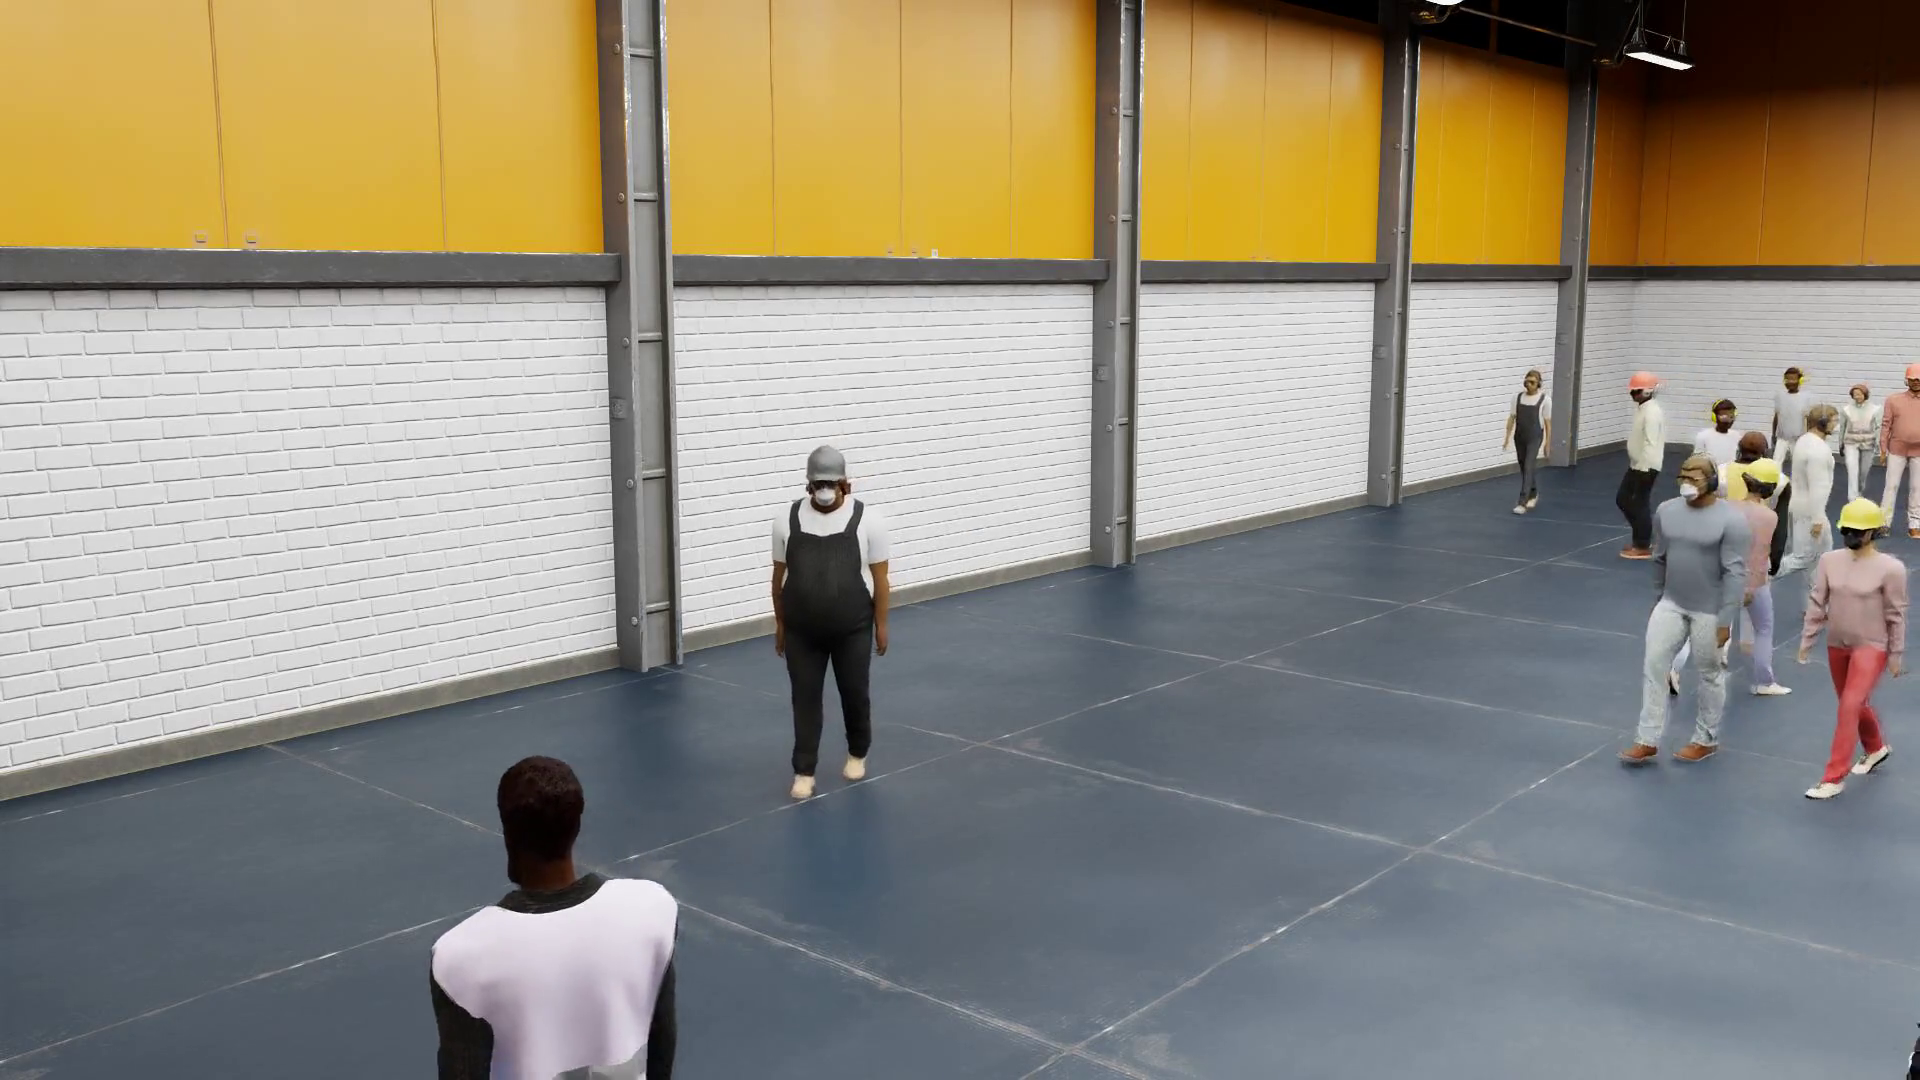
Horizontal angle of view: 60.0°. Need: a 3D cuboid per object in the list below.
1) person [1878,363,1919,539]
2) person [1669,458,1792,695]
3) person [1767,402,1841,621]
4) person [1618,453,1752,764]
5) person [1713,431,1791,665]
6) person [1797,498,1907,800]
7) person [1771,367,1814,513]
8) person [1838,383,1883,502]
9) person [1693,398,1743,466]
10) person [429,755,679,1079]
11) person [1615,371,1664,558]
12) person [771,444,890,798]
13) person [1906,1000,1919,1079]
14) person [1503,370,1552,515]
[{"bbox_3d":[10.738,-1.006,18.816,0.609,1.996,0.379,4,10,23],"label":"person"},{"bbox_3d":[5.426,0.272,11.679,0.929,1.719,0.535,-3,10,-18],"label":"person"},{"bbox_3d":[7.186,-0.232,14.264,0.849,1.914,0.630,3,10,20],"label":"person"},{"bbox_3d":[4.326,0.442,9.977,0.831,1.910,0.662,-6,11,-32],"label":"person"},{"bbox_3d":[6.008,0.057,12.805,0.637,1.797,0.974,4,10,23],"label":"person"},{"bbox_3d":[5.217,0.595,9.643,0.913,1.717,0.526,-5,10,-28],"label":"person"},{"bbox_3d":[10.278,-1.217,20.638,0.928,1.826,0.532,-9,13,-44],"label":"person"},{"bbox_3d":[11.570,-1.221,21.405,0.510,1.604,0.816,4,10,23],"label":"person"},{"bbox_3d":[7.191,-0.466,15.982,0.586,1.830,0.817,-1,9,-8],"label":"person"},{"bbox_3d":[-0.971,1.416,3.975,0.598,1.882,0.923,-5,10,-29],"label":"person"},{"bbox_3d":[7.134,-0.783,17.462,0.460,1.972,0.659,2,9,10],"label":"person"},{"bbox_3d":[-0.760,0.437,9.612,0.688,2.000,0.614,1,9,5],"label":"person"},{"bbox_3d":[1.940,1.658,3.121,0.798,1.667,0.537,7,12,39],"label":"person"},{"bbox_3d":[7.192,-1.252,20.988,0.517,1.807,0.954,8,12,42],"label":"person"}]
